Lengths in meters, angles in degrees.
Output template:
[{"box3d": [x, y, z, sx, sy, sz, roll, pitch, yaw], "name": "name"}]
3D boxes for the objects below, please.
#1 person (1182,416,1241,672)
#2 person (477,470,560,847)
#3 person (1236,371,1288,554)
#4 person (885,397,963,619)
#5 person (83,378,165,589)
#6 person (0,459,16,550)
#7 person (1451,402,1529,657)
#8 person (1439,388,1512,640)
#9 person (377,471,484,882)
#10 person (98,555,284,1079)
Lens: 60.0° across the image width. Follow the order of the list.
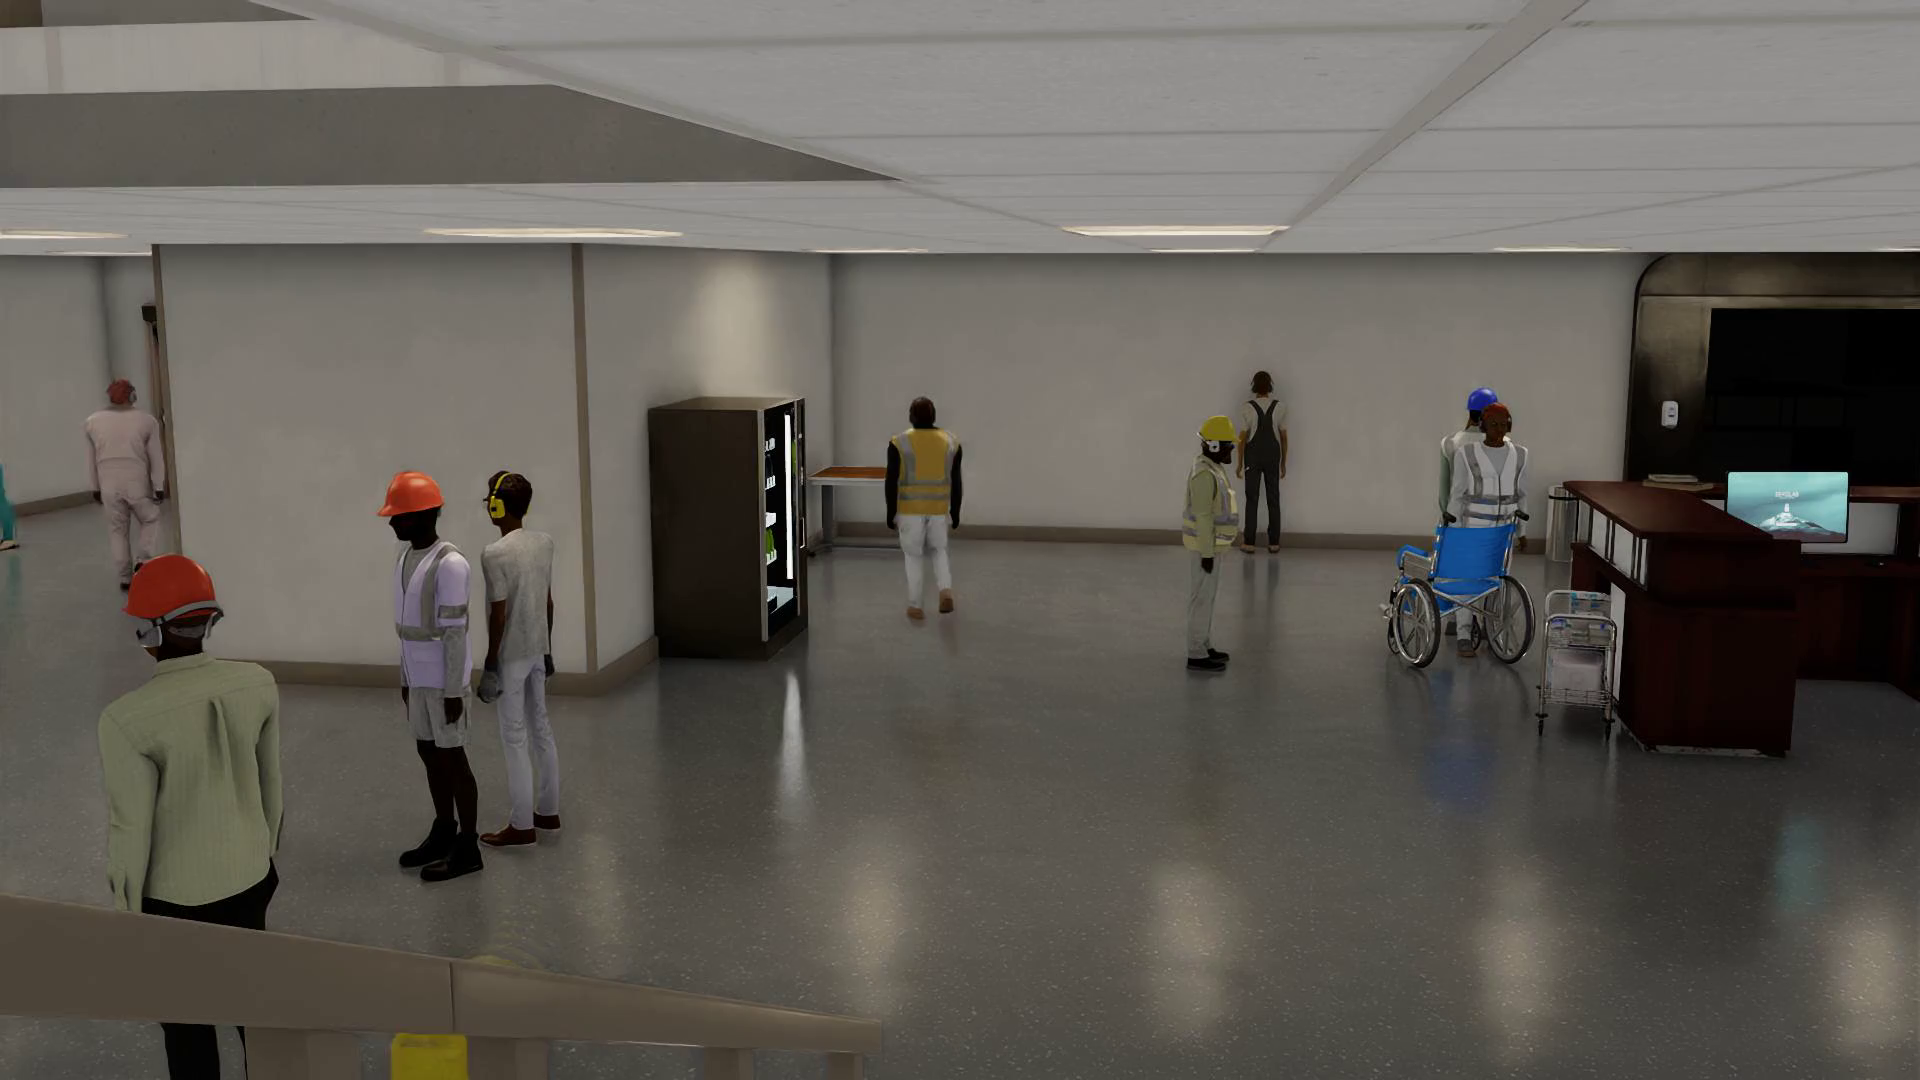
[{"box3d": [1.792, 0.021, 11.896, 0.403, 1.824, 0.596, 2, 9, 13], "name": "person"}, {"box3d": [-2.203, 0.587, 8.246, 0.322, 1.871, 0.531, 4, 10, 22], "name": "person"}, {"box3d": [3.033, -0.774, 16.733, 0.504, 1.839, 0.344, 0, 9, 0], "name": "person"}, {"box3d": [-0.298, -0.252, 13.560, 0.634, 1.827, 0.451, -3, 10, -20], "name": "person"}, {"box3d": [-7.437, -0.496, 14.858, 0.653, 1.892, 0.429, -2, 9, -13], "name": "person"}, {"box3d": [-9.904, -0.719, 16.691, 0.534, 1.736, 0.777, 4, 10, 24], "name": "person"}, {"box3d": [3.904, -0.072, 12.266, 0.584, 1.882, 0.347, -1, 9, -6], "name": "person"}, {"box3d": [3.996, -0.200, 12.861, 0.604, 1.949, 0.384, 7, 12, 37], "name": "person"}, {"box3d": [-2.493, 0.634, 7.800, 0.539, 1.929, 0.384, 9, 13, 43], "name": "person"}, {"box3d": [-2.350, 1.031, 5.125, 0.377, 1.995, 0.608, 4, 10, 25], "name": "person"}]
